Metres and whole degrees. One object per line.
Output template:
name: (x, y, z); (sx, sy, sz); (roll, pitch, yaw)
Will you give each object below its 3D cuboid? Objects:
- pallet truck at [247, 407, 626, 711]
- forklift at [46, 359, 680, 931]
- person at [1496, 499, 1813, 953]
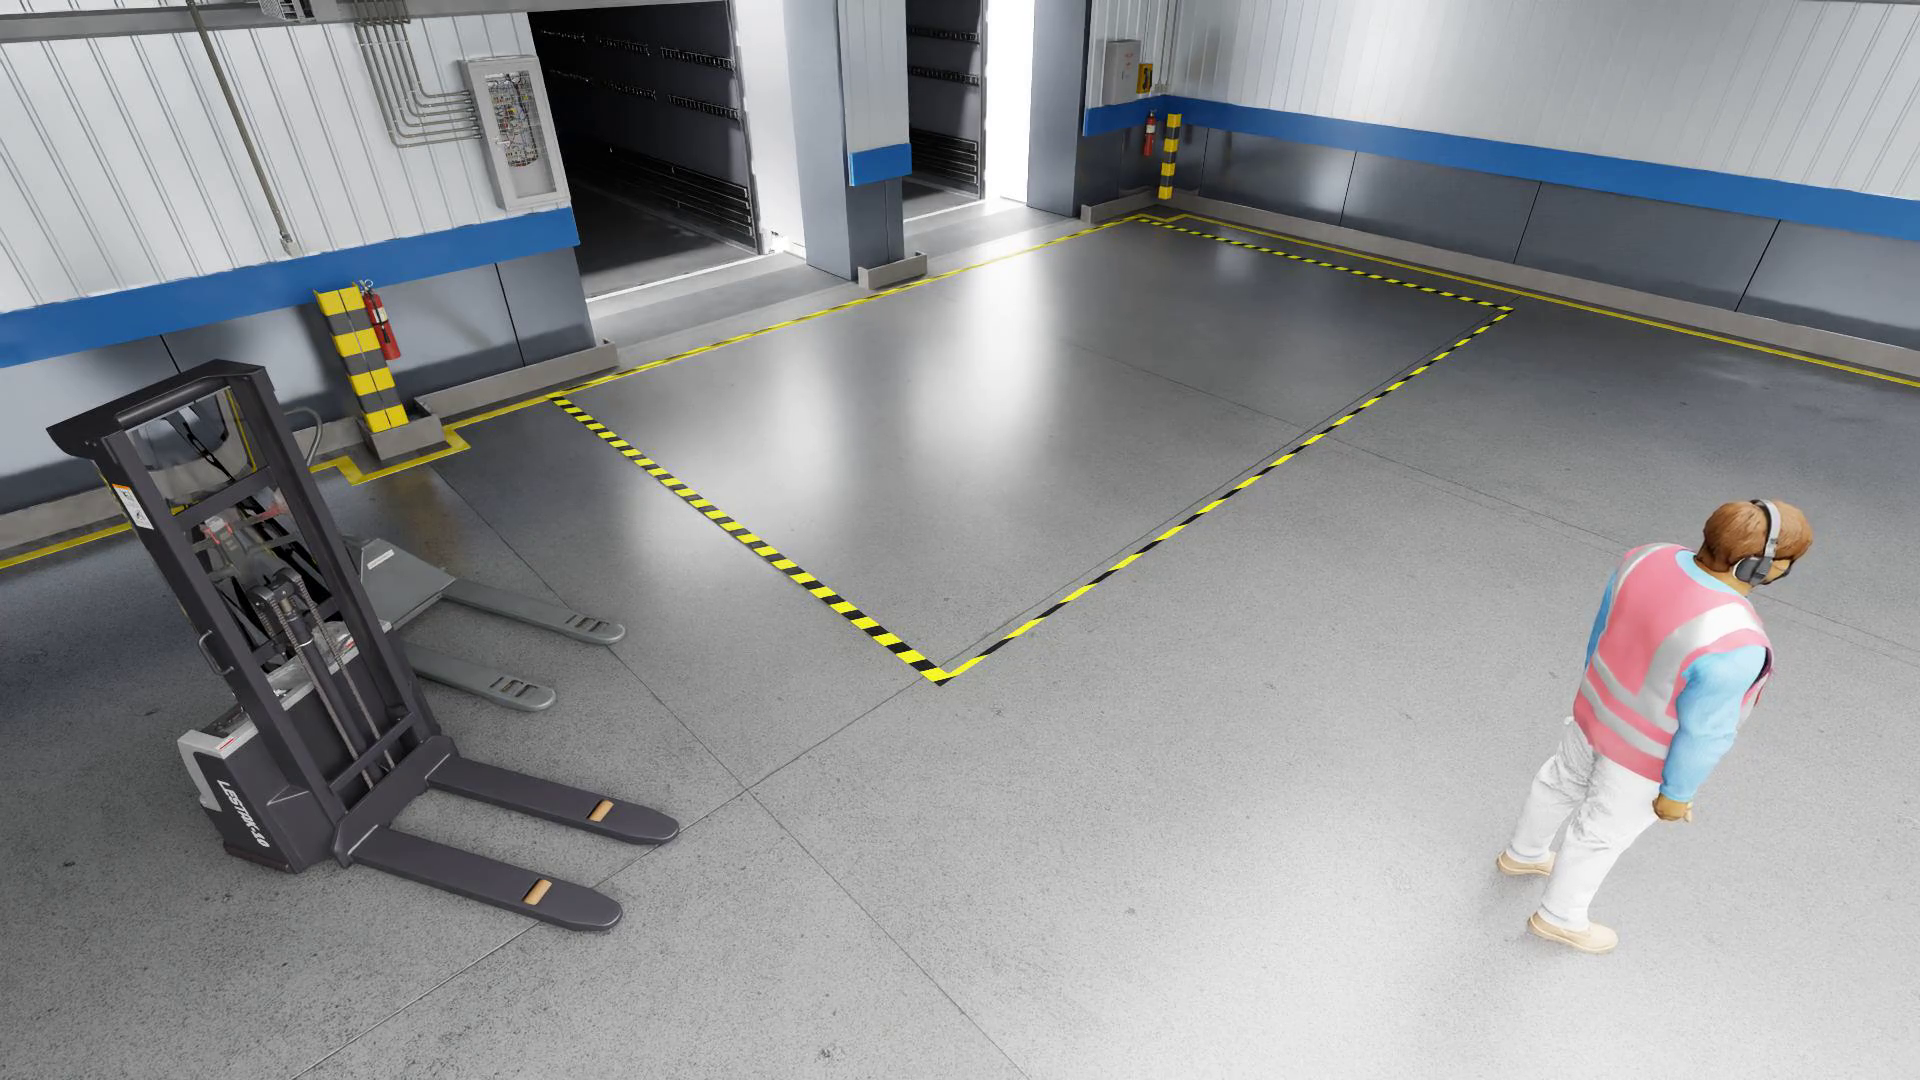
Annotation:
pallet truck: (-2.628, 0.038, 4.590); (1.601, 1.201, 0.680); (12, 36, 18)
forklift: (-2.135, 0.422, 3.354); (1.885, 1.965, 0.823); (10, 35, 14)
person: (2.329, 0.662, 3.139); (0.431, 1.844, 0.620); (4, 34, 6)
